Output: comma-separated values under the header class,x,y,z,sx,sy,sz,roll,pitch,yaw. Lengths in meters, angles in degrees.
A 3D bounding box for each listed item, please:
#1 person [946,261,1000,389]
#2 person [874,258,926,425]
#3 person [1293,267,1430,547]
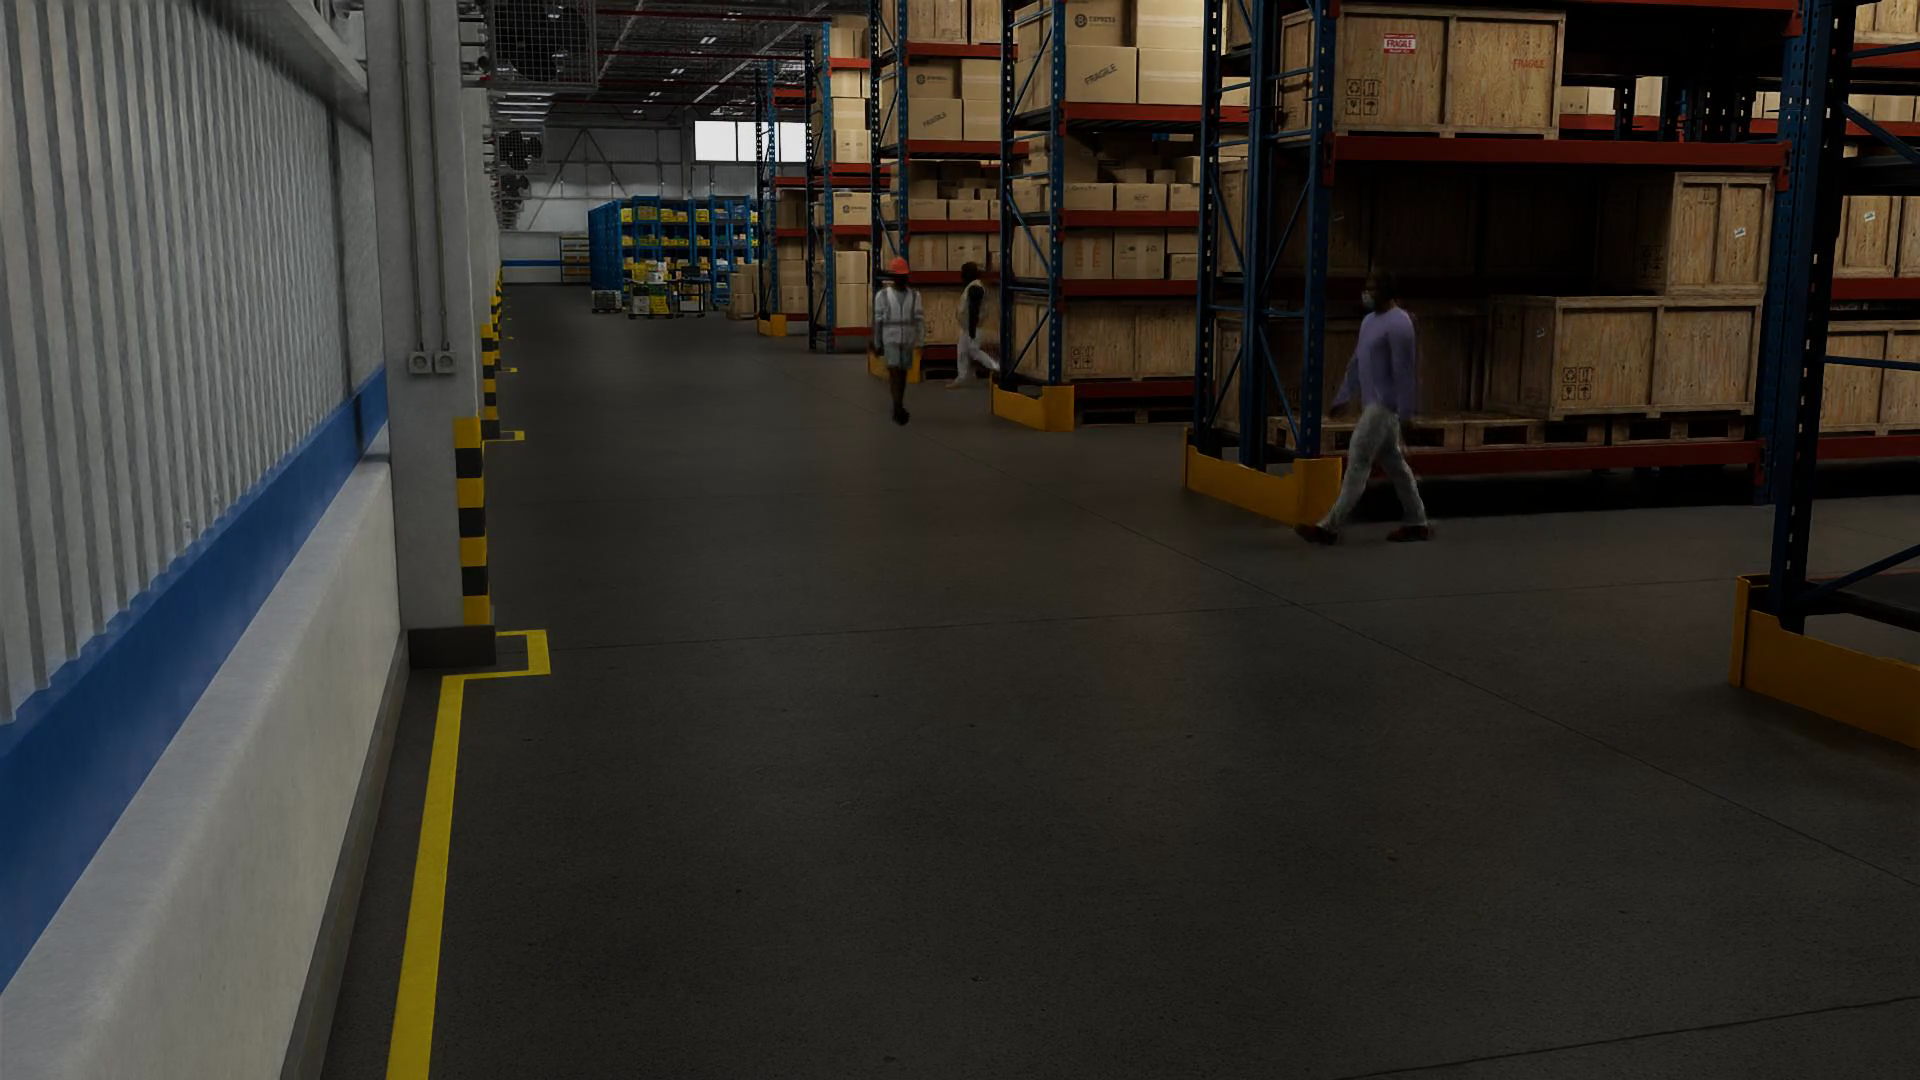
class,x,y,z,sx,sy,sz,roll,pitch,yaw
person,0.234,-3.040,23.623,0.793,1.820,0.631,-1,10,-8
person,-0.678,-2.267,19.046,0.564,1.879,1.022,-3,10,-17
person,2.790,-0.890,11.244,1.006,1.889,0.644,-1,10,-4
